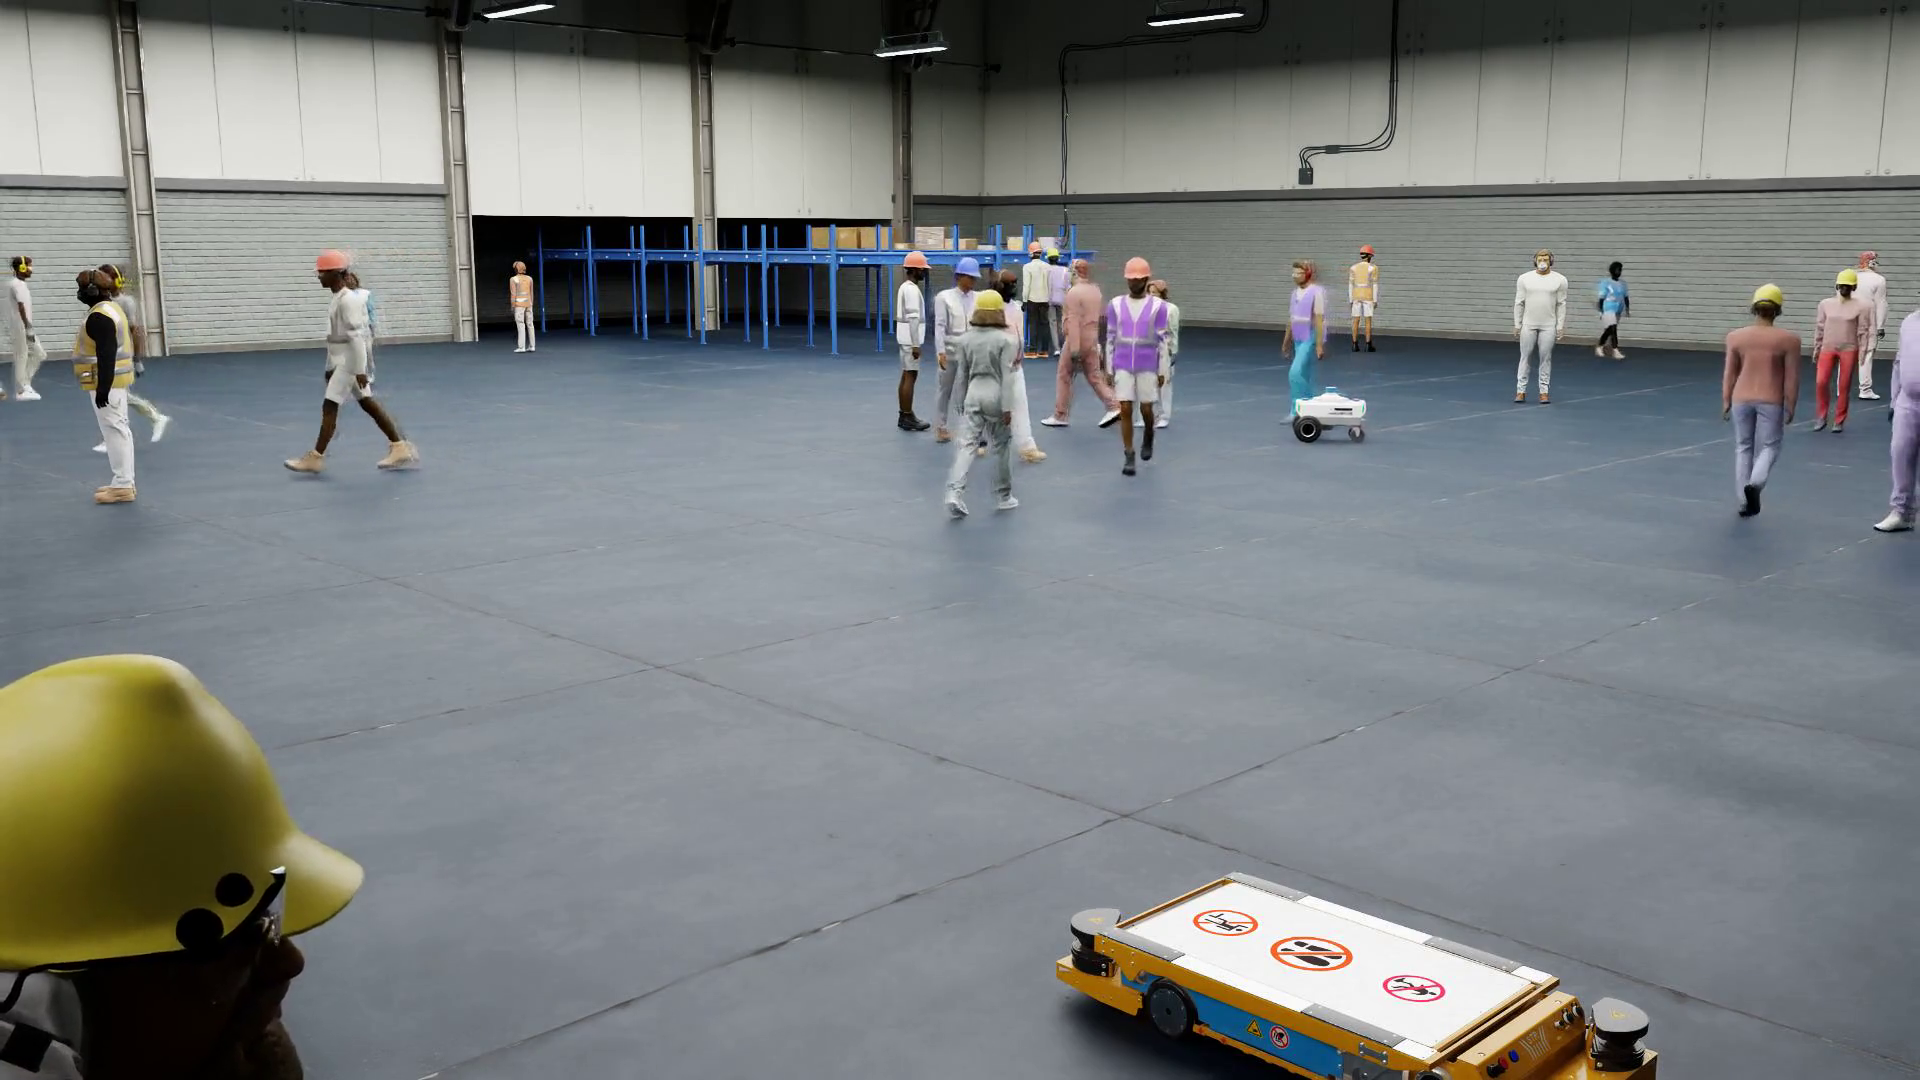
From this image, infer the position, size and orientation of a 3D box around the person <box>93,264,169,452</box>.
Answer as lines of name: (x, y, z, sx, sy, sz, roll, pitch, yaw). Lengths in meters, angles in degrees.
person: (-8.331, -1.831, 16.590, 0.515, 1.843, 0.839, 7, 12, 32)

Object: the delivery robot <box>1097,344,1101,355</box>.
delivery robot: (1.985, -2.963, 26.102, 0.477, 0.478, 0.707, 3, 11, 16)

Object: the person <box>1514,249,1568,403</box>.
person: (7.344, -2.712, 21.092, 0.627, 1.941, 0.370, 3, 11, 18)

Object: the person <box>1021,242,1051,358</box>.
person: (1.311, -4.151, 28.787, 0.612, 1.995, 0.392, -7, 13, -35)

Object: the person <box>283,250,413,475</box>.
person: (-5.473, -1.587, 14.854, 1.112, 1.985, 0.623, -5, 11, -25)

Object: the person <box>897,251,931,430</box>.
person: (-0.503, -2.190, 18.248, 0.378, 1.936, 0.548, -2, 11, -10)

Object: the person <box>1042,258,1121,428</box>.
person: (1.390, -2.167, 18.354, 0.943, 1.867, 0.672, 7, 12, 33)

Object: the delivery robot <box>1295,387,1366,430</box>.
delivery robot: (3.852, -1.348, 17.291, 0.707, 0.478, 0.477, 2, 11, 8)

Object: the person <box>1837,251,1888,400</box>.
person: (11.695, -2.777, 21.559, 0.406, 1.902, 0.638, -6, 12, -31)

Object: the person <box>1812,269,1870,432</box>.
person: (9.407, -2.015, 17.798, 0.545, 1.739, 0.680, 8, 13, 37)

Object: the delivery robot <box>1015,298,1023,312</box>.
delivery robot: (1.440, -5.827, 41.718, 0.707, 0.478, 0.477, 3, 11, 18)

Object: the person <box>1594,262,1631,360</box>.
person: (11.230, -3.957, 28.654, 0.539, 1.657, 0.861, -4, 11, -20)

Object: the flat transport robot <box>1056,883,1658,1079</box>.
flat transport robot: (1.002, 1.205, 4.401, 0.652, 0.197, 1.431, -10, 14, -44)

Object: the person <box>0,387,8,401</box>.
person: (-12.202, -2.539, 20.301, 0.637, 1.900, 0.997, 10, 14, 42)

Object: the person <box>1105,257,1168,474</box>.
person: (1.585, -1.572, 14.929, 0.551, 1.920, 0.574, 2, 11, 13)

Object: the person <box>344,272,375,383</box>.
person: (-8.532, -2.999, 23.569, 0.522, 1.607, 0.814, -2, 11, -10)

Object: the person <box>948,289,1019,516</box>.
person: (0.169, -1.047, 12.670, 0.497, 1.711, 0.863, 5, 12, 27)

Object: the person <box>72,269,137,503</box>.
person: (-6.837, -1.234, 13.298, 0.429, 1.841, 0.633, -4, 11, -19)

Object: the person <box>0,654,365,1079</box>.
person: (-0.576, 0.979, 1.255, 0.403, 1.833, 0.590, -2, 11, -11)

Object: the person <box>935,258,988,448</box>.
person: (-0.003, -1.890, 16.777, 0.614, 1.888, 1.053, -4, 11, -19)

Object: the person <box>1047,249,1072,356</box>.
person: (1.671, -4.199, 29.405, 0.605, 1.861, 1.018, -1, 10, -5)

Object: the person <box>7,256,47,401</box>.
person: (-12.052, -2.721, 21.417, 0.421, 1.845, 0.573, -3, 11, -14)

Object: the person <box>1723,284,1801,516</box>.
person: (5.945, -1.028, 12.415, 0.530, 1.755, 0.560, 9, 14, 40)

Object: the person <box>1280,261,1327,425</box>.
person: (3.741, -2.179, 18.485, 0.667, 1.821, 0.606, -3, 11, -15)

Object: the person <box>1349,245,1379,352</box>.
person: (7.386, -4.415, 30.416, 0.545, 1.927, 0.385, 7, 13, 34)

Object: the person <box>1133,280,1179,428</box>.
person: (2.129, -2.023, 18.202, 0.540, 1.617, 0.624, 6, 12, 30)

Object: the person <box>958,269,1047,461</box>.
person: (0.373, -1.658, 15.756, 0.976, 1.792, 0.632, 8, 13, 38)

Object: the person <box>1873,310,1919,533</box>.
person: (7.010, -0.990, 11.914, 0.749, 1.872, 0.651, -4, 11, -23)

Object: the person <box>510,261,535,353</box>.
person: (-7.922, -4.213, 30.093, 0.315, 1.640, 0.515, 7, 13, 34)
